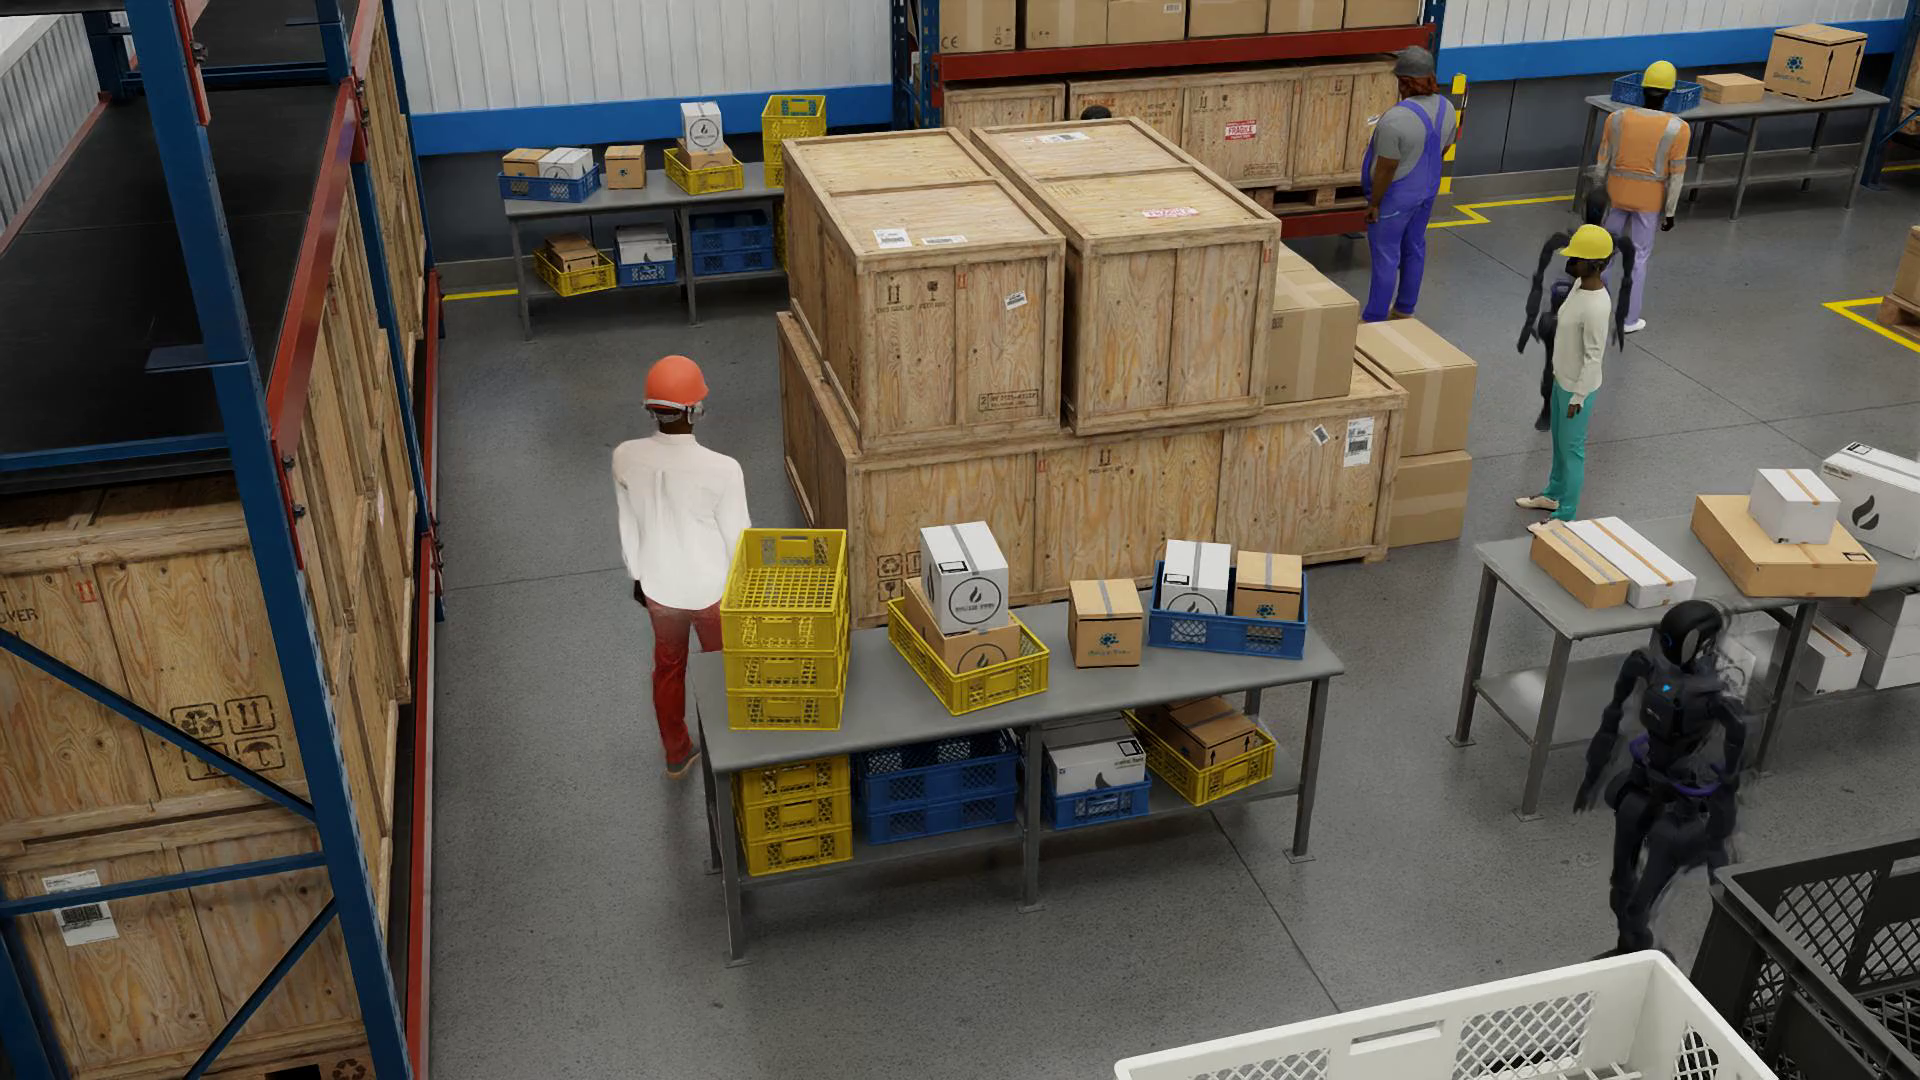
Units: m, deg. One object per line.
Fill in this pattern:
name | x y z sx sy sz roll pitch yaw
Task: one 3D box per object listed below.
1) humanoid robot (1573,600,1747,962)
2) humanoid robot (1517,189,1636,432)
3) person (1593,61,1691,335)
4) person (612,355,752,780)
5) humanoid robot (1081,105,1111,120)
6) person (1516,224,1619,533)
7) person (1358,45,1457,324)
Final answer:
humanoid robot | 2.506 0.944 5.940 0.385 1.643 0.641 -12 31 -21
humanoid robot | 3.741 -1.334 10.120 0.621 1.624 0.759 10 30 17
person | 4.780 -2.411 11.775 0.594 1.924 0.373 19 34 30
person | -1.134 0.167 7.036 0.610 1.991 0.401 12 31 20
humanoid robot | 0.929 -2.221 11.694 0.369 1.662 0.615 -16 33 -26
person | 3.345 -0.872 9.147 0.326 1.767 0.530 4 29 7
person | 3.085 -2.468 11.762 0.683 2.000 0.539 -20 34 -32
